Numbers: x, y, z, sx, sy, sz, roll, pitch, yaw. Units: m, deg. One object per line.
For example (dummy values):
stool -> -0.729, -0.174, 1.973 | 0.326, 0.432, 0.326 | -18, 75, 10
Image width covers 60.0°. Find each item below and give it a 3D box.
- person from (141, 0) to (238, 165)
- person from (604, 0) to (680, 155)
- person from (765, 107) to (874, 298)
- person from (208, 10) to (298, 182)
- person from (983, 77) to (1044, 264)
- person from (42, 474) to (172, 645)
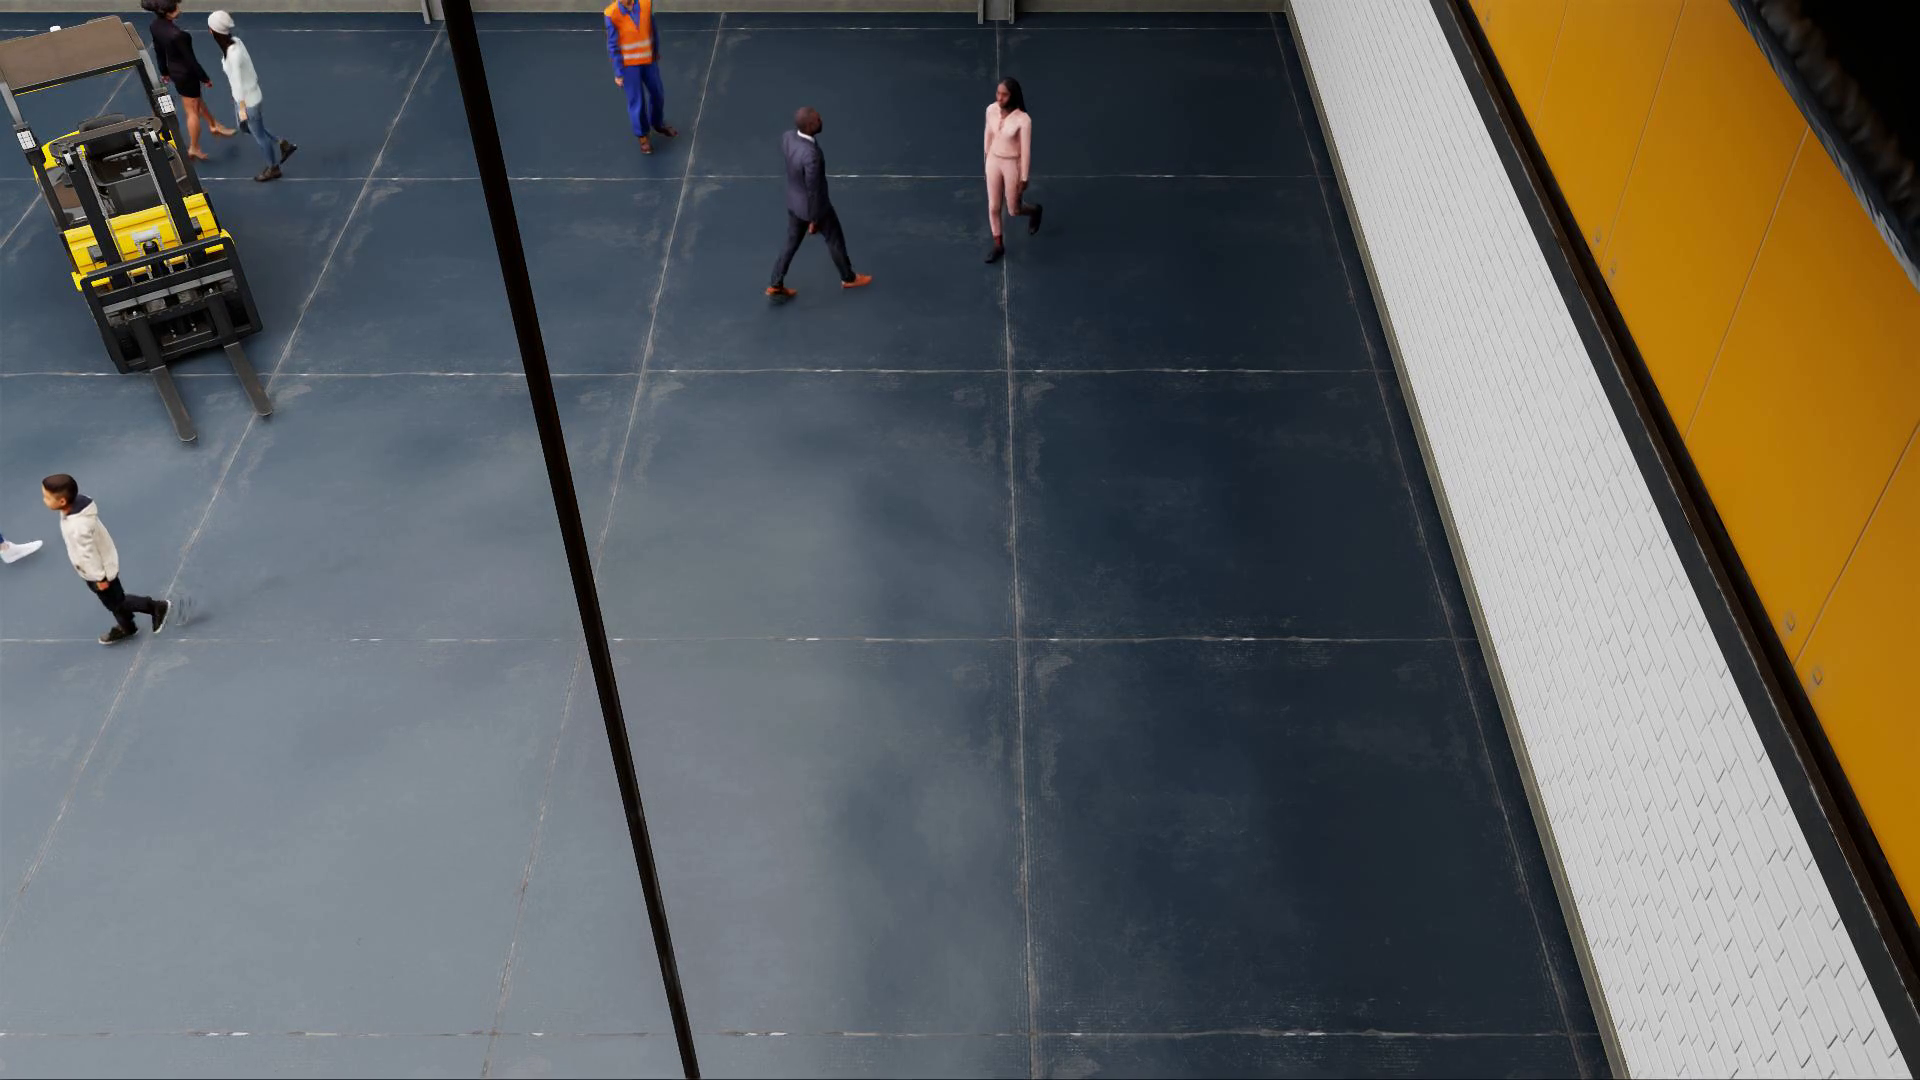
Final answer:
person -> -7.237, -4.227, 15.419 | 0.898, 1.614, 0.930 | 24, 48, 23
person -> -3.013, -4.466, 15.520 | 0.956, 1.820, 0.867 | 27, 50, 26
person -> -1.314, -2.751, 13.737 | 1.270, 1.797, 1.102 | -24, 49, -23
person -> -6.444, -4.078, 15.244 | 0.820, 1.639, 0.763 | -21, 48, -21
person -> 0.454, -3.202, 14.275 | 0.973, 1.707, 0.995 | 29, 51, 27
person -> -5.628, 0.126, 10.974 | 0.865, 1.443, 0.786 | -25, 49, -24
